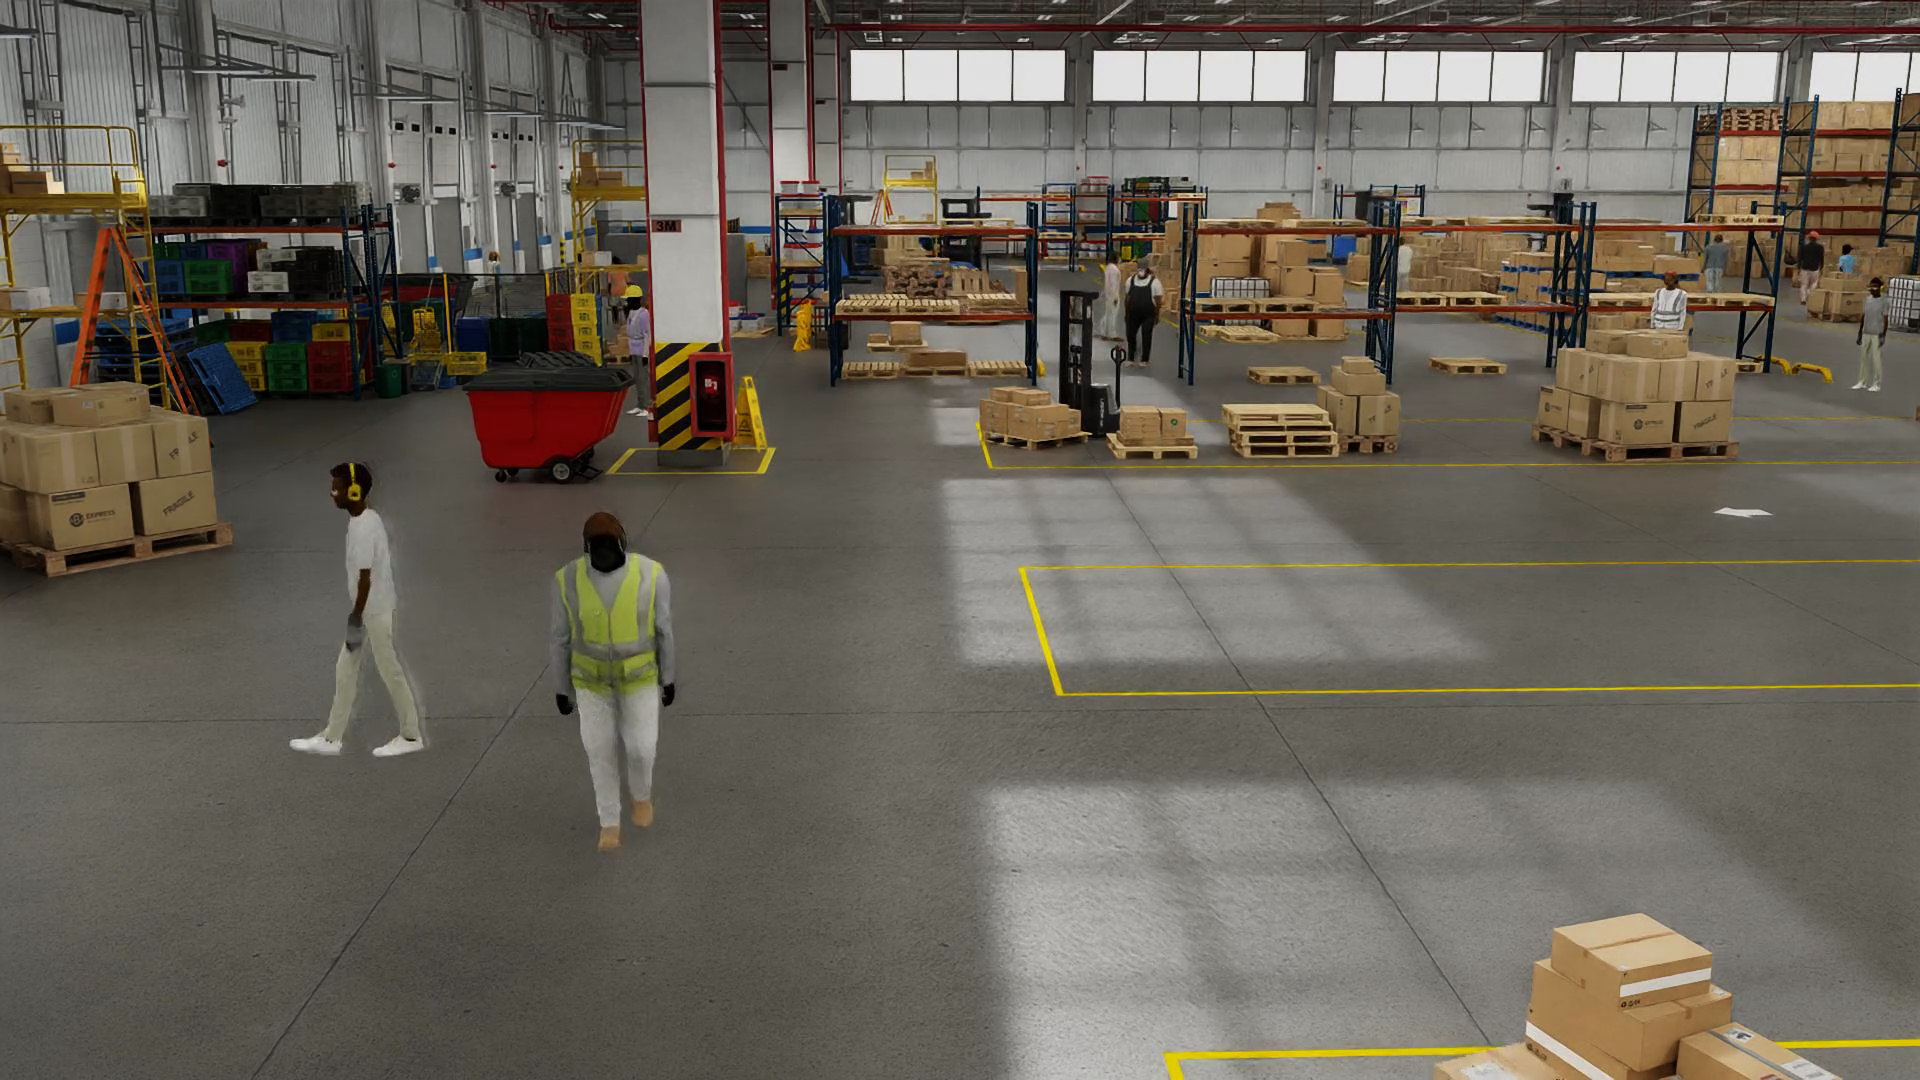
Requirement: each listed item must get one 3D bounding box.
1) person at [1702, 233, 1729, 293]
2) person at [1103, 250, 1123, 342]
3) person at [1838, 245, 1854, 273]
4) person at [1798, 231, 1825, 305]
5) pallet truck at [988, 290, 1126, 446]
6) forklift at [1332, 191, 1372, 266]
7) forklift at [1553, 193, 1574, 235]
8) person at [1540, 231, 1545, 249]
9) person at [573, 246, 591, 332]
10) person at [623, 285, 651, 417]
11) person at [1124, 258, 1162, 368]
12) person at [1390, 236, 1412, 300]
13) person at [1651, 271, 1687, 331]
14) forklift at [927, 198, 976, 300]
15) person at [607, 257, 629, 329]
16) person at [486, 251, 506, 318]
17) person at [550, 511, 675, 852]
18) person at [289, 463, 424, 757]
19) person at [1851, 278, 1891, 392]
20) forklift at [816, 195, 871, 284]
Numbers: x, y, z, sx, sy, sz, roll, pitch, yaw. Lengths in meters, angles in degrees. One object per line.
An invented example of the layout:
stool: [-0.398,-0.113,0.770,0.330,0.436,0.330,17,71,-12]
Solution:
person: [20.575,-7.400,45.324,0.647,1.918,0.454,4,13,16]
person: [3.234,-5.157,35.157,0.362,1.939,0.634,-1,13,-5]
person: [23.288,-6.951,43.895,0.549,1.647,0.868,-5,13,-21]
person: [23.008,-7.349,44.964,0.649,1.964,0.780,9,15,35]
pallet truck: [1.257,-2.299,22.111,1.885,1.965,0.823,-9,15,-35]
forklift: [15.210,-11.805,63.019,1.873,2.768,1.129,8,15,32]
forklift: [20.826,-10.607,57.611,1.873,2.768,1.129,0,12,-2]
person: [20.830,-10.386,58.871,0.554,1.901,0.975,4,13,18]
person: [-8.427,-5.593,37.143,0.366,1.926,0.592,-5,13,-21]
person: [-4.718,-2.770,24.398,0.388,1.926,0.590,-8,15,-31]
person: [3.276,-4.124,30.255,0.704,2.000,0.804,5,13,20]
person: [11.424,-6.951,43.324,0.648,1.909,0.841,-5,13,-21]
person: [12.114,-3.658,28.512,0.356,1.883,0.572,-12,17,-43]
forklift: [-0.050,-8.049,46.063,1.129,2.768,1.873,6,14,27]
person: [-7.791,-5.606,37.809,0.597,1.648,0.822,-8,15,-32]
person: [-11.438,-6.265,40.858,0.525,1.631,0.314,11,17,41]
person: [-1.829,0.741,8.775,0.647,1.824,0.444,-1,13,-6]
person: [-3.707,0.455,10.031,0.862,1.838,0.557,-6,14,-24]
person: [14.943,-3.363,27.241,0.336,1.861,0.502,-6,14,-24]
forklift: [-3.903,-9.479,52.520,1.873,2.768,1.129,-7,14,-29]
